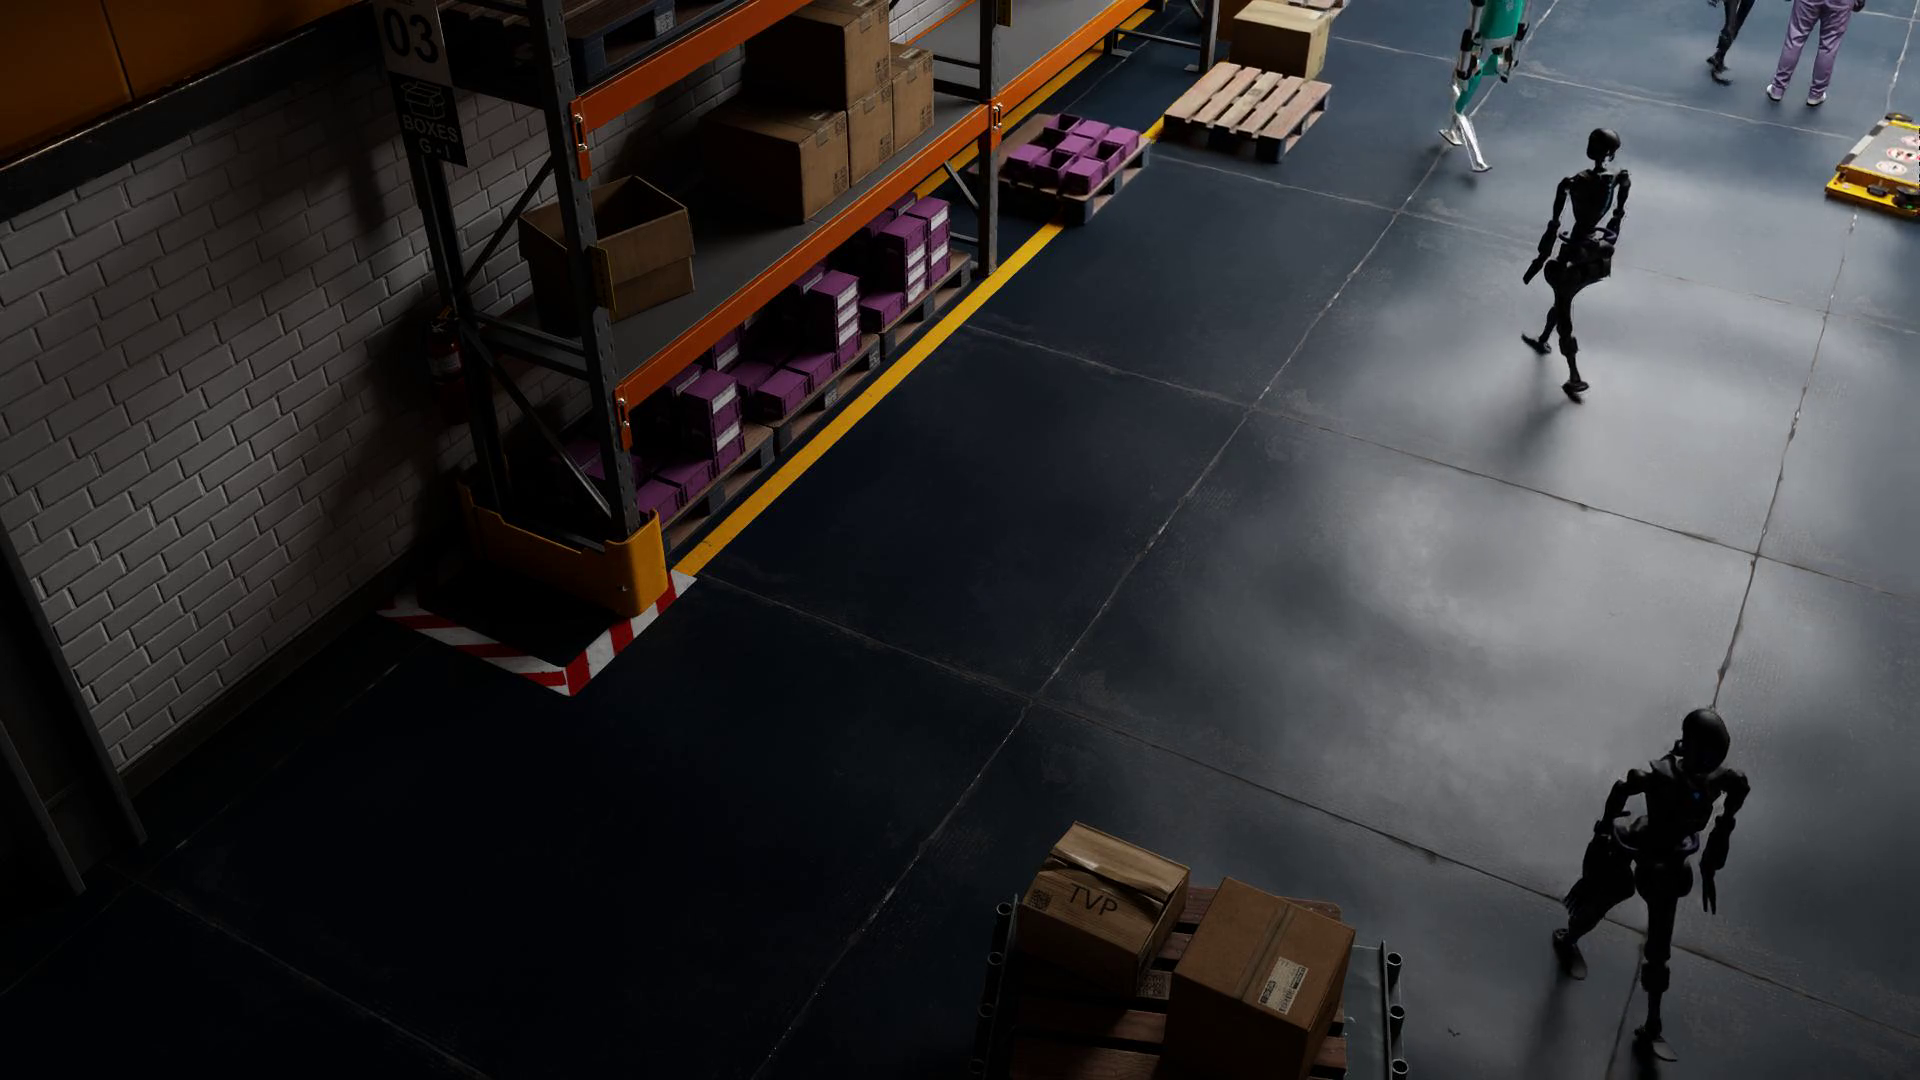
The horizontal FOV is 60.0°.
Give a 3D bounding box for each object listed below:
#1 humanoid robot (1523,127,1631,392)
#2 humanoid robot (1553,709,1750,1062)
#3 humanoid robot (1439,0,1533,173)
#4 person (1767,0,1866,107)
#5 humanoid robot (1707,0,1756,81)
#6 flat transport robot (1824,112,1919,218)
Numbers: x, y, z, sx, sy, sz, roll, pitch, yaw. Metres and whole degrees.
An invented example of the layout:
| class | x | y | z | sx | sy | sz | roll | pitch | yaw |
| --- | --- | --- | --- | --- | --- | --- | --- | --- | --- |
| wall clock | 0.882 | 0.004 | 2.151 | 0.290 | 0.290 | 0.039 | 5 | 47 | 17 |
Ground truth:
| class | x | y | z | sx | sy | sz | roll | pitch | yaw |
| --- | --- | --- | --- | --- | --- | --- | --- | --- | --- |
| humanoid robot | 3.856 | -1.748 | 10.328 | 0.590 | 1.639 | 0.785 | -12 | 40 | -15 |
| humanoid robot | 2.701 | 1.312 | 6.474 | 0.602 | 1.627 | 0.745 | -2 | 39 | -2 |
| humanoid robot | 3.922 | -3.677 | 12.656 | 0.563 | 1.734 | 1.044 | -12 | 40 | -14 |
| person | 7.057 | -4.483 | 13.519 | 0.636 | 1.902 | 0.409 | 16 | 41 | 19 |
| humanoid robot | 6.647 | -4.730 | 14.014 | 0.610 | 1.644 | 0.461 | -7 | 39 | -9 |
| flat transport robot | 7.271 | -2.907 | 12.853 | 0.659 | 0.231 | 1.431 | 28 | 46 | 30 |
